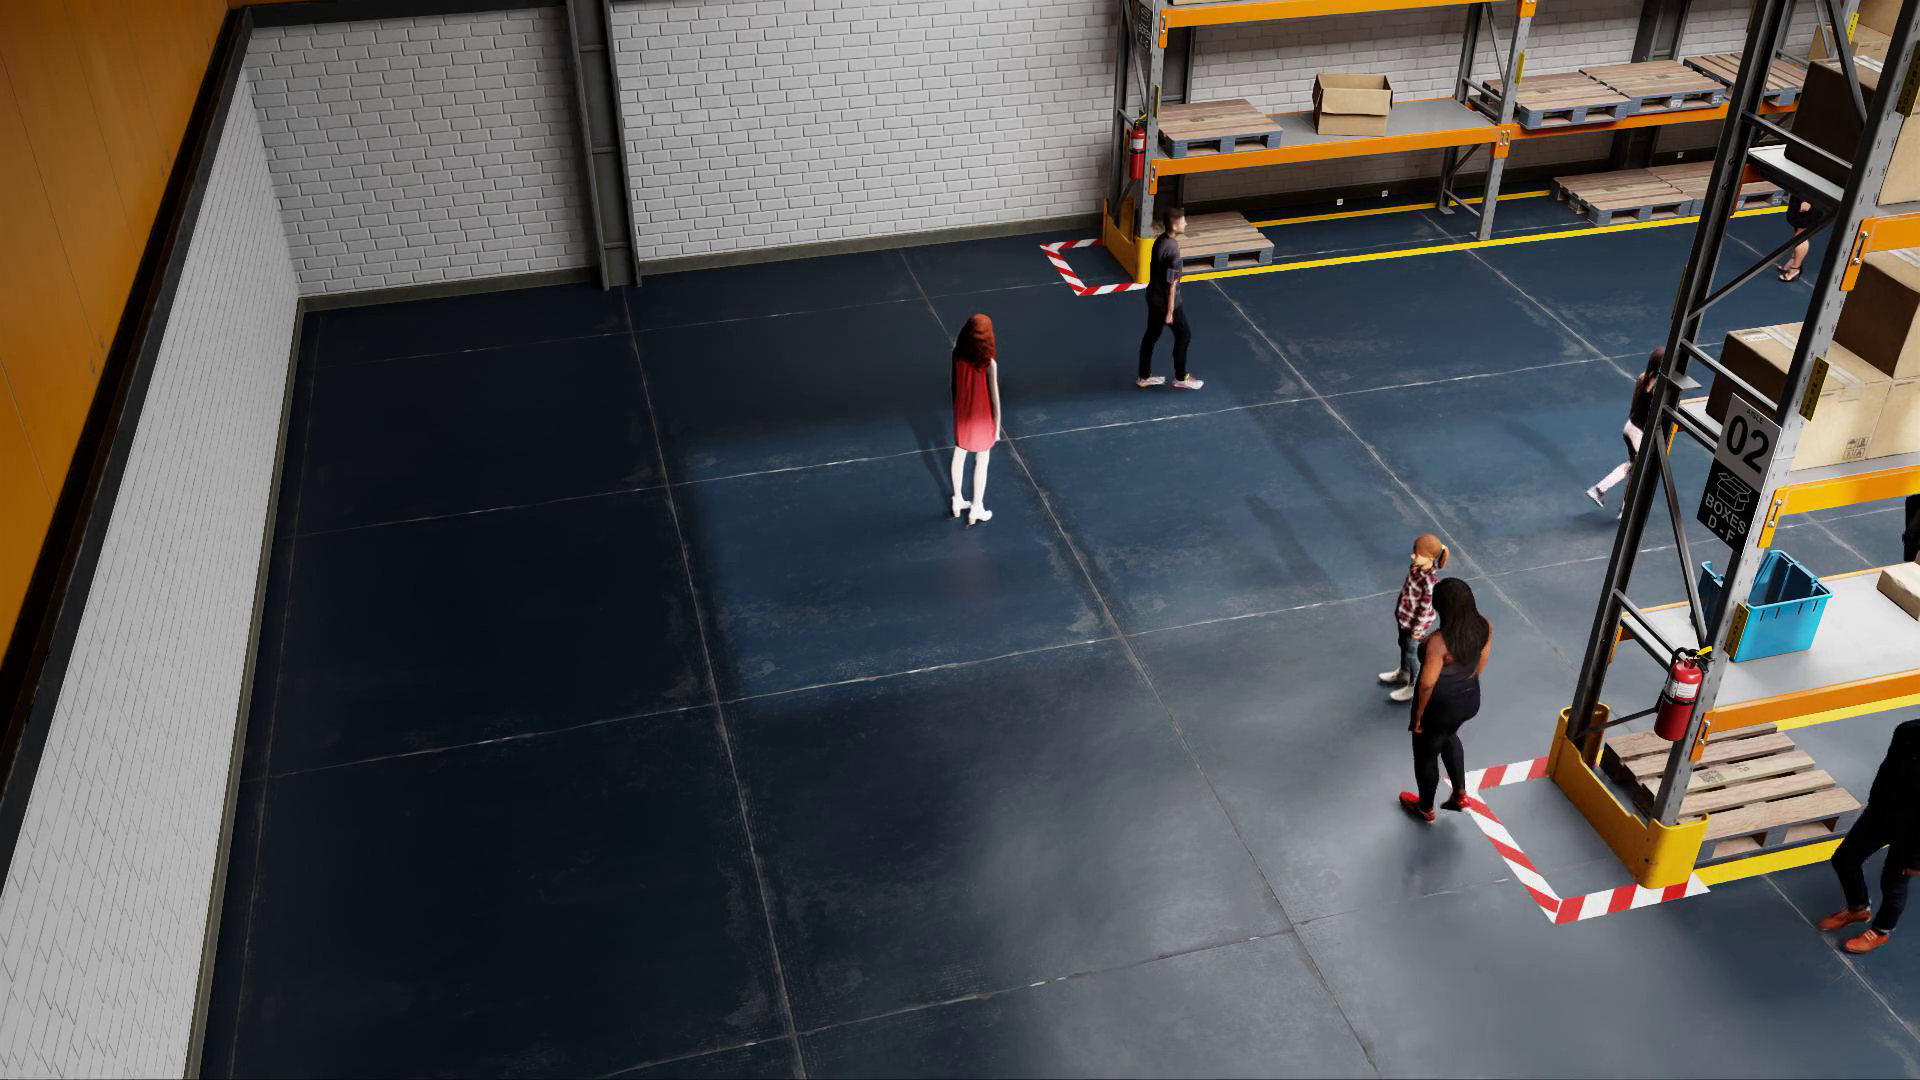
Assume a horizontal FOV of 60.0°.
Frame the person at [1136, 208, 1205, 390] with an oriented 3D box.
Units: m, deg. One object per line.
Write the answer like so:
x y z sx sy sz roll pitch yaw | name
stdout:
1.770 -2.151 15.024 0.820 1.744 0.671 -7 34 -11 | person

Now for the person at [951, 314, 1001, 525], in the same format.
0.100 -0.940 13.131 0.662 1.824 0.710 20 39 27 | person

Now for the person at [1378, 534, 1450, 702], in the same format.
3.133 0.513 11.414 0.547 1.304 0.557 -2 34 -3 | person

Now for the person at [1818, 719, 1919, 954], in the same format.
5.349 1.606 9.321 0.641 1.801 0.705 -8 34 -12 | person

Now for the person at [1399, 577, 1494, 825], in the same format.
3.030 1.042 10.175 0.736 1.795 0.799 -13 36 -19 | person

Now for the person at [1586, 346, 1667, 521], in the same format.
5.350 -0.821 13.201 0.762 1.549 0.565 -5 34 -7 | person
